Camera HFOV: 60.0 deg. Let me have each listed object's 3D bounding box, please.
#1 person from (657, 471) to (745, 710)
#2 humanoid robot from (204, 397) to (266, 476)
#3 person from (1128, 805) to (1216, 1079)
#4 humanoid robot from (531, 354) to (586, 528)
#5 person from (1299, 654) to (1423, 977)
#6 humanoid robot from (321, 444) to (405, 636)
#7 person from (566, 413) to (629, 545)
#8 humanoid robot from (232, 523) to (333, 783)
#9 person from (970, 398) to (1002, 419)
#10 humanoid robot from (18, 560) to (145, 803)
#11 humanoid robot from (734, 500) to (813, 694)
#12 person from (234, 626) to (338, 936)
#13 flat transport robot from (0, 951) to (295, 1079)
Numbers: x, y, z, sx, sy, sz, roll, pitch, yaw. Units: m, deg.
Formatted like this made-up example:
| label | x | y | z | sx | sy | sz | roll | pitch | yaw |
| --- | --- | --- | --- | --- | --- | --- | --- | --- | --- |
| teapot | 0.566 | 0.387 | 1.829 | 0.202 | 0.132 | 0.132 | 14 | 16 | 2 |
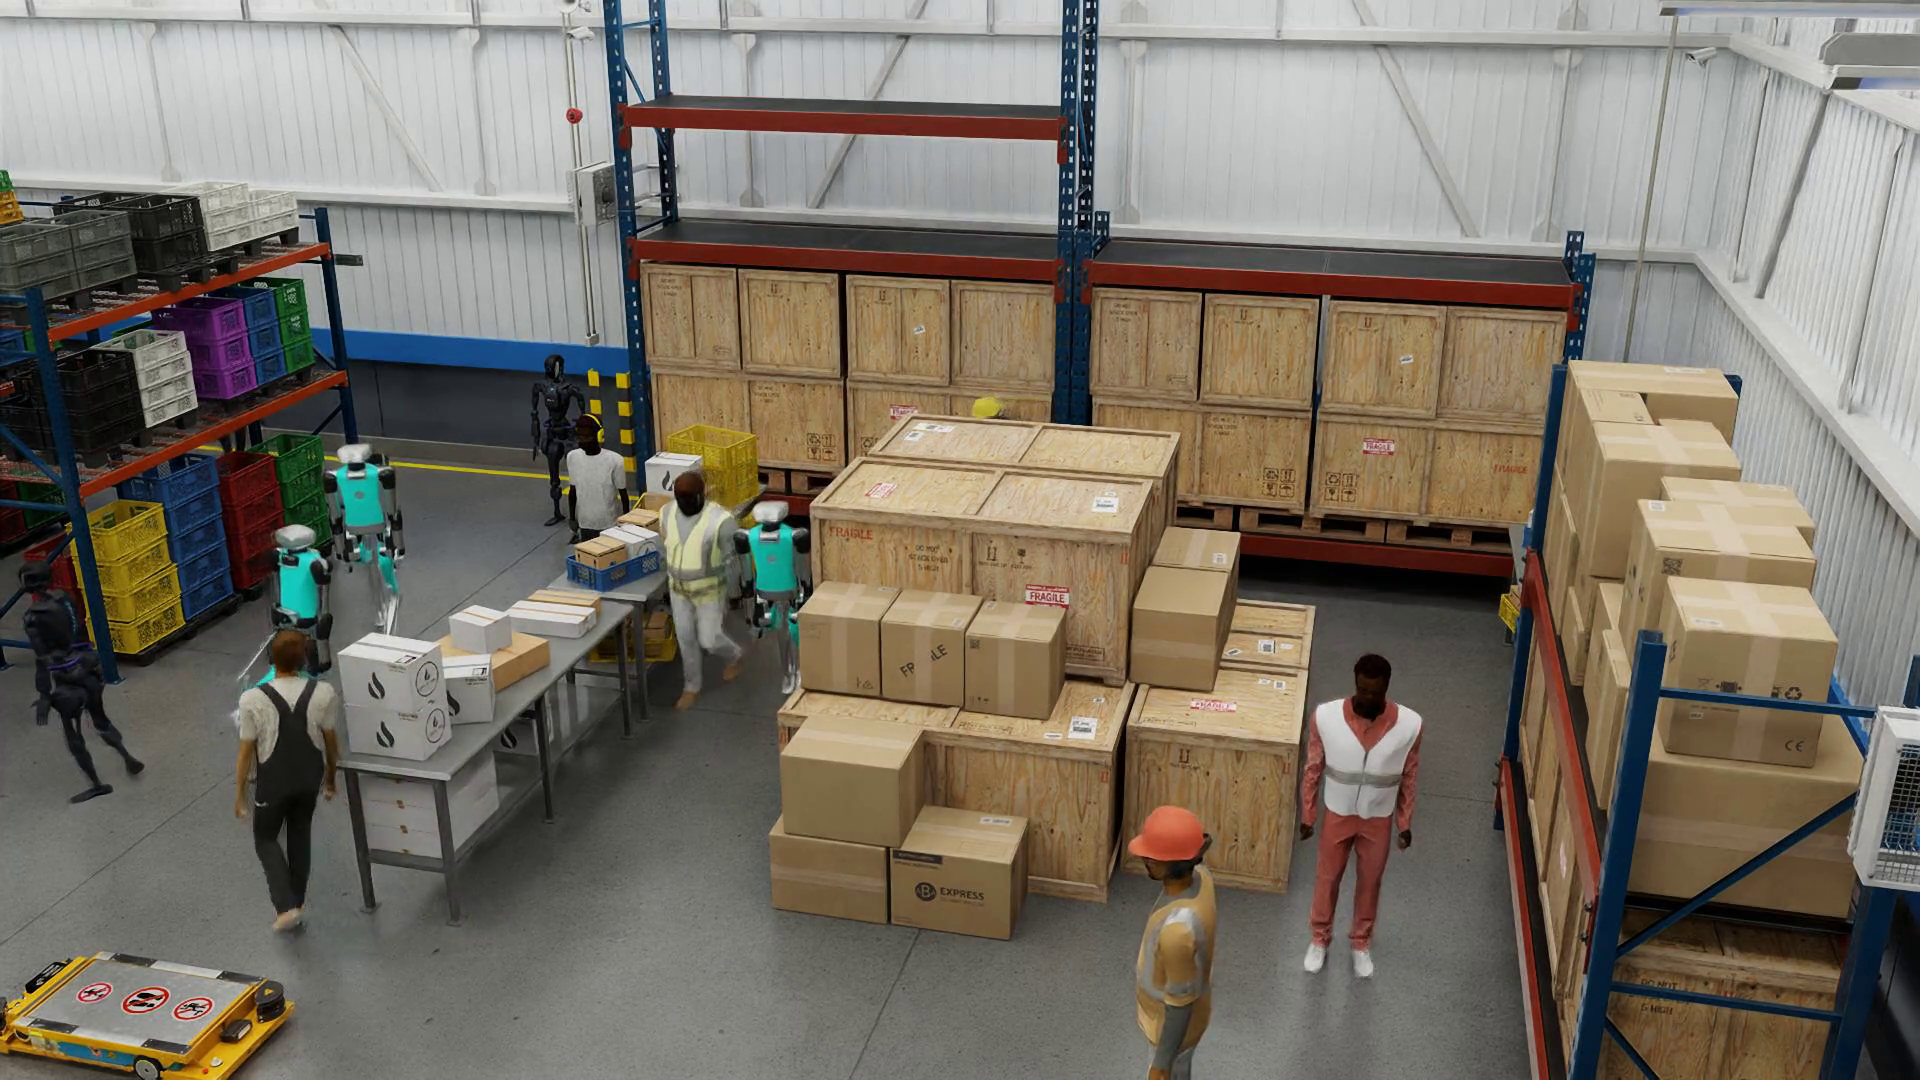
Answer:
| label | x | y | z | sx | sy | sz | roll | pitch | yaw |
| --- | --- | --- | --- | --- | --- | --- | --- | --- | --- |
| person | -1.854 | 0.335 | 12.001 | 0.620 | 1.827 | 0.548 | 9 | 23 | 23 |
| humanoid robot | -7.189 | -1.253 | 16.362 | 0.392 | 1.646 | 0.600 | 13 | 25 | 31 |
| person | 0.886 | 2.057 | 7.185 | 0.382 | 2.039 | 0.615 | 5 | 21 | 13 |
| humanoid robot | -3.694 | -0.921 | 15.463 | 0.599 | 1.657 | 0.315 | 5 | 22 | 13 |
| person | 2.119 | 1.462 | 8.924 | 0.608 | 1.913 | 0.395 | 3 | 21 | 7 |
| humanoid robot | -4.604 | -0.002 | 13.072 | 0.532 | 1.772 | 0.986 | -4 | 21 | -11 |
| person | -2.839 | -0.094 | 13.050 | 0.534 | 1.869 | 0.314 | 5 | 21 | 13 |
| humanoid robot | -4.507 | 0.851 | 10.830 | 0.532 | 1.775 | 0.980 | 12 | 24 | 29 |
| person | 0.346 | -0.381 | 14.022 | 0.978 | 1.692 | 0.529 | -3 | 21 | -7 |
| humanoid robot | -5.686 | 0.893 | 10.744 | 0.452 | 1.648 | 0.616 | 1 | 21 | 2 |
| humanoid robot | -1.242 | 0.438 | 11.895 | 0.546 | 1.772 | 0.997 | 1 | 21 | 3 |
| person | -3.740 | 1.374 | 9.286 | 0.619 | 1.806 | 0.423 | -16 | 26 | -36 |
| flat transport robot | -4.270 | 2.464 | 8.601 | 1.431 | 0.231 | 0.659 | 5 | 22 | 13 |
